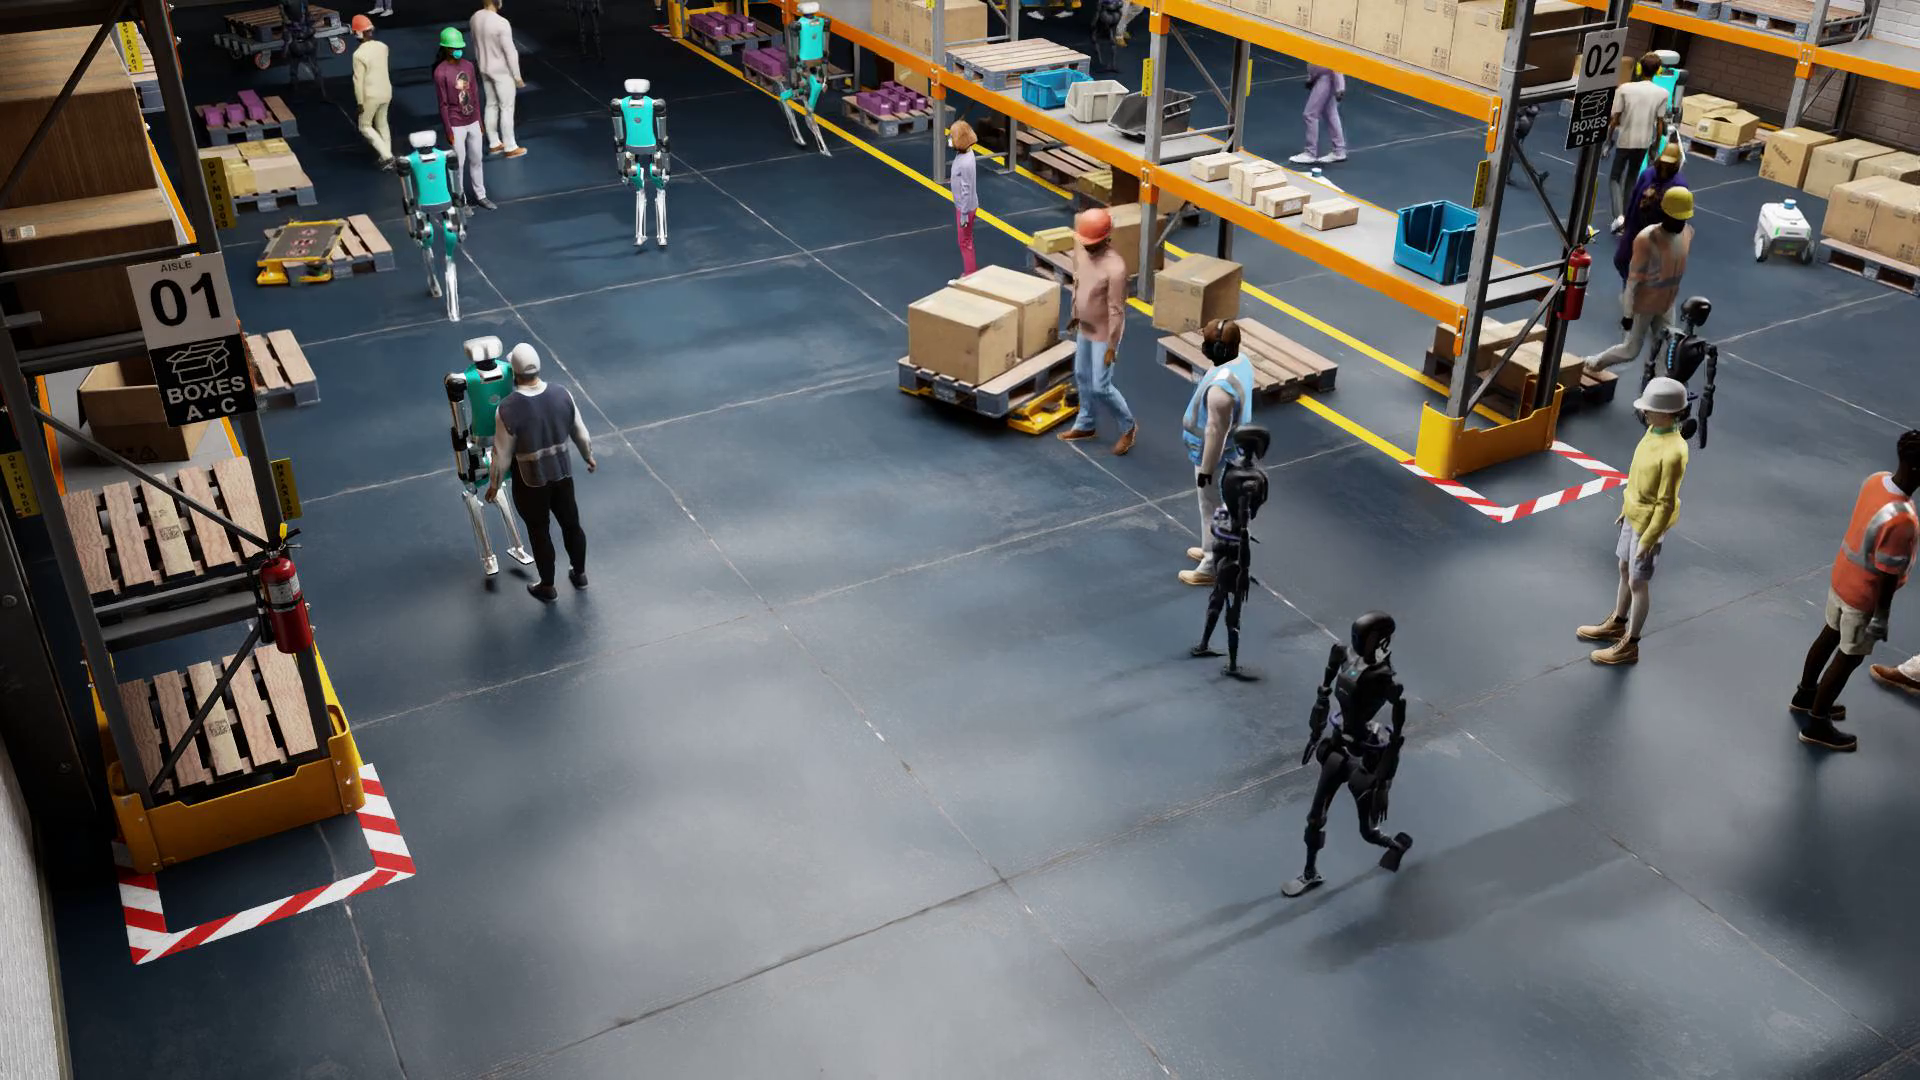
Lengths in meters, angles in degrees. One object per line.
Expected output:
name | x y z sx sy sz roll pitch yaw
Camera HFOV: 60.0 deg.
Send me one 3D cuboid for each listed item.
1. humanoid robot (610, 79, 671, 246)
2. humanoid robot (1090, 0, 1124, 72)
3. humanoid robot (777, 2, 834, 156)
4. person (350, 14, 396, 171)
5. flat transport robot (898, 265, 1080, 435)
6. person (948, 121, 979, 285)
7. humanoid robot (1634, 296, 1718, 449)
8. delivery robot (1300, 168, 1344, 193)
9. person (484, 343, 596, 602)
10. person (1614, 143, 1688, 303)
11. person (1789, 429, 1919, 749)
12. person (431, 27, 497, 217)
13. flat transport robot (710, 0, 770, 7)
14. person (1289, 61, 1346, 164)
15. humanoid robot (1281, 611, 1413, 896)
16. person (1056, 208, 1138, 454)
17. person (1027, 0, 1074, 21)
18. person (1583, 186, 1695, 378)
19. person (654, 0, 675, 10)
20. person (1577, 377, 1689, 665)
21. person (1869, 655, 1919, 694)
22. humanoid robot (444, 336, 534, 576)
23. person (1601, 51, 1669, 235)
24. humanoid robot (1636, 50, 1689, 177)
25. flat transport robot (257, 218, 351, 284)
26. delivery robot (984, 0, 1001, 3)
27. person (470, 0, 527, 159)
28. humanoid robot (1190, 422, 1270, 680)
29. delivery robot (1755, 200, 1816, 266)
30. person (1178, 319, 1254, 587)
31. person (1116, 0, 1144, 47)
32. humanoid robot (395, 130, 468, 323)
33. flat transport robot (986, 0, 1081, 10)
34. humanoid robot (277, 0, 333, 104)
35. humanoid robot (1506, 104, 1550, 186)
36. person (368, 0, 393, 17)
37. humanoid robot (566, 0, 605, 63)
humanoid robot | -3.070 -3.740 16.309 0.533 1.681 0.735 0 30 -1
humanoid robot | 1.990 -7.160 22.459 0.448 1.647 0.610 21 36 32
humanoid robot | -1.835 -5.345 19.267 0.536 1.796 0.835 -21 36 -32
person | -6.589 -5.003 18.645 0.389 1.739 0.591 11 32 19
flat transport robot | 0.255 -1.226 13.544 1.431 0.231 0.659 22 36 33
person | 0.031 -3.068 15.390 0.278 1.628 0.503 -2 30 -4
humanoid robot | 4.991 -0.927 11.615 0.539 1.641 0.602 -15 33 -25
delivery robot | 3.700 -3.549 17.312 0.499 0.606 0.781 -10 31 -17
person | -2.680 -0.429 10.659 0.760 1.757 0.448 -23 37 -34
person | 6.167 -2.769 14.869 0.511 1.612 0.453 24 38 36
person | 5.059 0.265 9.261 0.387 1.956 0.603 7 31 11
person | -5.194 -4.359 17.326 0.431 1.944 0.482 20 35 30
flat transport robot | -3.262 -8.685 26.528 1.431 0.231 0.659 -8 31 -13
person | 4.112 -5.186 18.839 0.780 1.865 0.663 3 30 6
humanoid robot | 2.002 1.045 8.218 0.709 1.650 0.593 -17 34 -28
person | 1.041 -1.573 12.461 0.535 1.961 0.689 -13 32 -21
person | 1.392 -8.807 25.200 0.902 1.805 0.531 -10 31 -16
person | 5.402 -1.900 13.092 0.597 1.890 0.801 -14 33 -23
person | -4.659 -9.169 25.880 0.571 1.749 0.339 -6 30 -10
person | 4.100 -0.111 9.984 0.397 1.885 0.472 2 30 3
person | 5.946 0.204 9.379 1.013 1.950 0.611 21 36 32
humanoid robot | -3.087 -0.609 10.862 0.533 1.677 0.735 -17 34 -28
person | 6.746 -3.939 16.687 0.550 1.844 0.492 4 30 7
humanoid robot | 7.136 -4.004 16.932 0.532 1.792 0.790 -2 30 -4
flat transport robot | -6.440 -2.856 16.381 0.659 0.231 1.431 -4 30 -7
delivery robot | 0.758 -8.753 26.349 0.783 0.584 0.499 -8 31 -14
person | -5.295 -5.361 19.085 0.646 1.928 0.390 21 36 31
humanoid robot | 1.648 0.049 9.920 0.425 1.660 0.600 3 30 5
delivery robot | 8.144 -3.046 16.443 0.499 0.613 0.807 6 30 10
person | 1.657 -0.573 10.834 0.429 1.839 0.626 9 31 16
person | 2.406 -8.048 23.820 0.615 1.864 0.510 -20 36 -31
humanoid robot | -4.759 -2.900 15.010 0.542 1.782 0.950 -13 32 -21
flat transport robot | 1.161 -8.574 26.335 1.431 0.231 0.659 -3 30 -6
humanoid robot | -8.419 -6.360 21.075 0.671 1.639 0.594 8 31 14
humanoid robot | 6.211 -4.633 18.071 0.582 1.636 0.612 13 32 21
person | -9.000 -8.896 25.523 0.498 1.633 0.288 21 36 32
humanoid robot | -5.172 -7.454 22.958 0.599 1.657 0.315 11 32 19
